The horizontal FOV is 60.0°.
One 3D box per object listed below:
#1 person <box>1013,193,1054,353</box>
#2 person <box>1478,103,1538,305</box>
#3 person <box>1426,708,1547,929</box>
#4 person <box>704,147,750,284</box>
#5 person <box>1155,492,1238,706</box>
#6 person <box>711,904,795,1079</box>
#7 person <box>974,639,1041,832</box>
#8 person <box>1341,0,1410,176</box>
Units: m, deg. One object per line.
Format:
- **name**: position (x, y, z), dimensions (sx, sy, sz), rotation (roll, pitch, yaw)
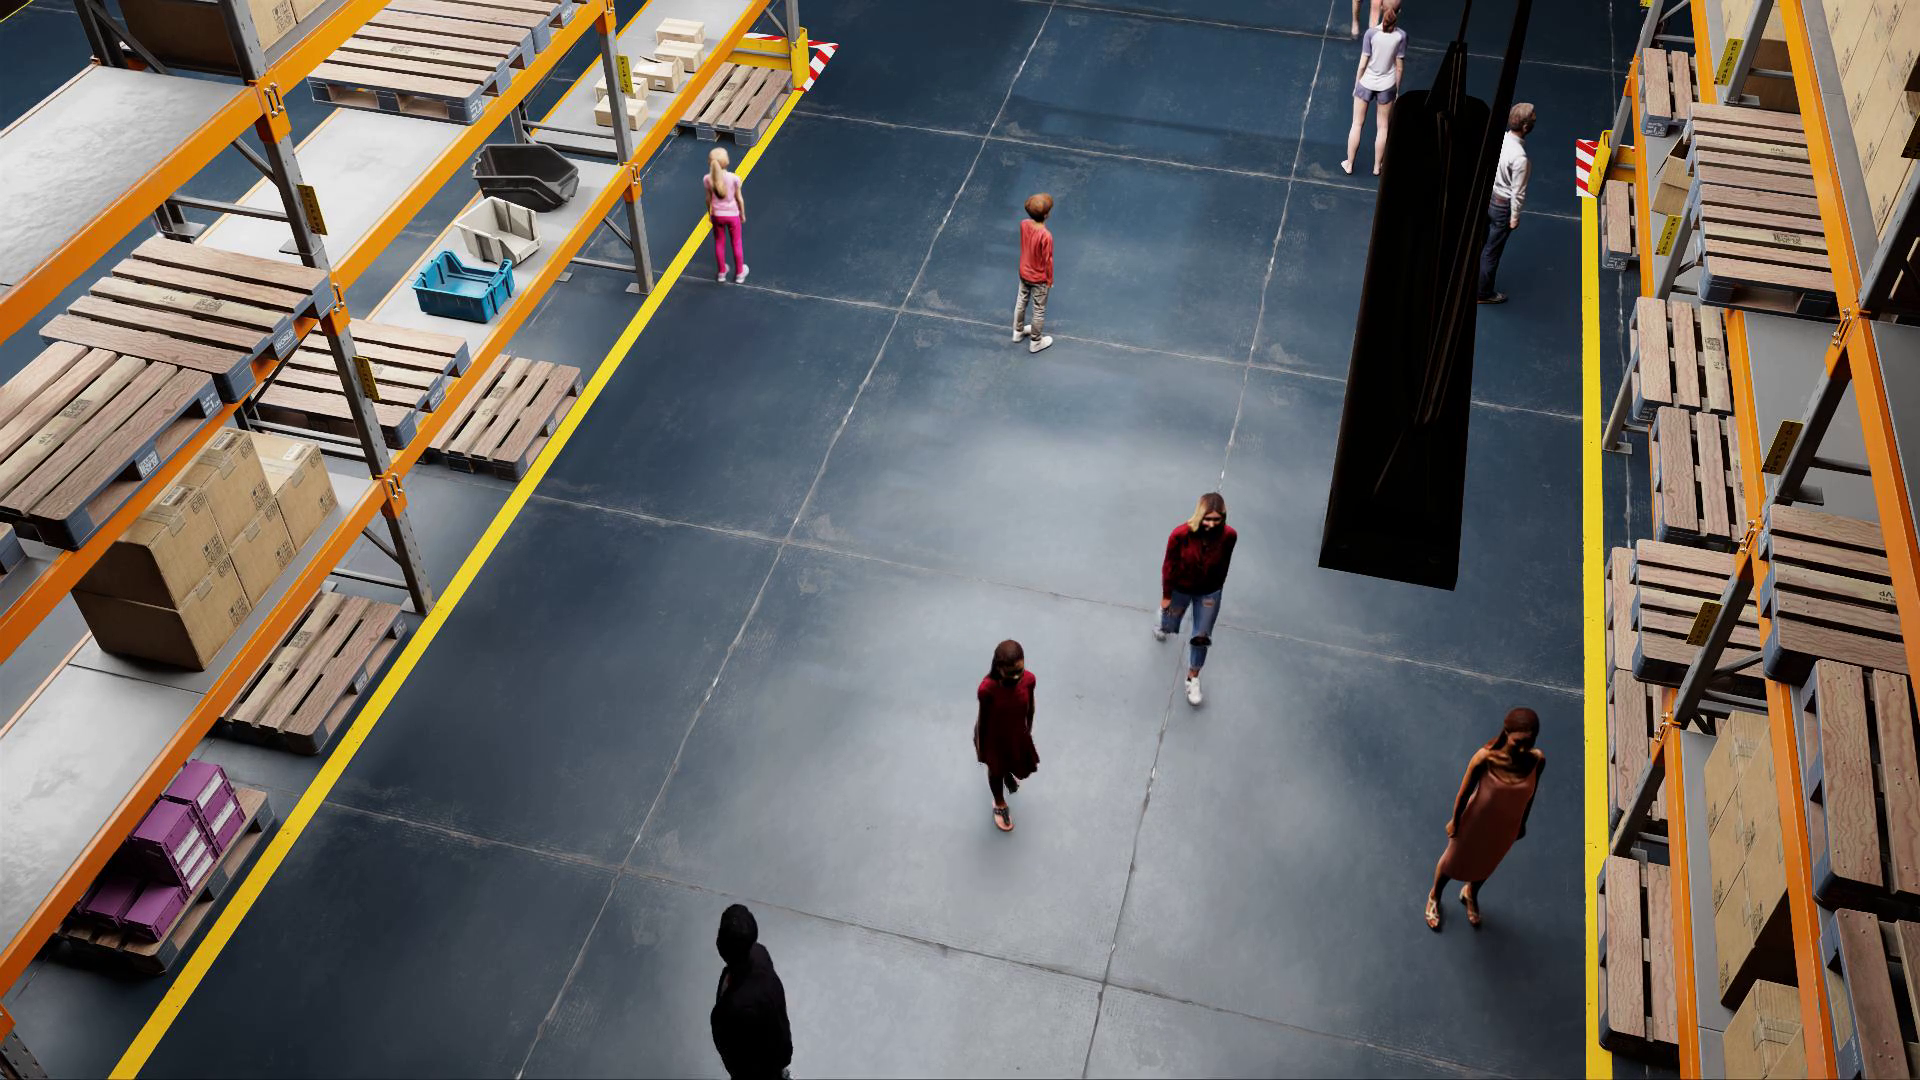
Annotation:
- **person**: position (0.600, -2.178, 13.511), dimensions (0.614, 1.416, 0.584), rotation (-31, 52, -29)
- **person**: position (4.504, -2.822, 13.895), dimensions (0.799, 1.820, 0.707), rotation (-15, 46, -15)
- **person**: position (2.950, 1.557, 9.289), dimensions (0.651, 1.832, 0.608), rotation (-1, 44, -1)
- **person**: position (-2.012, -2.790, 14.258), dimensions (0.519, 1.272, 0.551), rotation (1, 44, 1)
- **person**: position (1.497, 0.277, 10.791), dimensions (0.808, 1.614, 1.066), rotation (-3, 44, -3)
- **person**: position (-1.018, 2.553, 8.286), dimensions (0.909, 1.774, 0.717), rotation (-14, 45, -14)
- **person**: position (0.239, 1.097, 9.981), dimensions (0.748, 1.544, 0.843), rotation (-12, 45, -13)
- **person**: position (3.850, -4.205, 15.385), dimensions (0.601, 1.766, 0.573), rotation (6, 44, 6)
